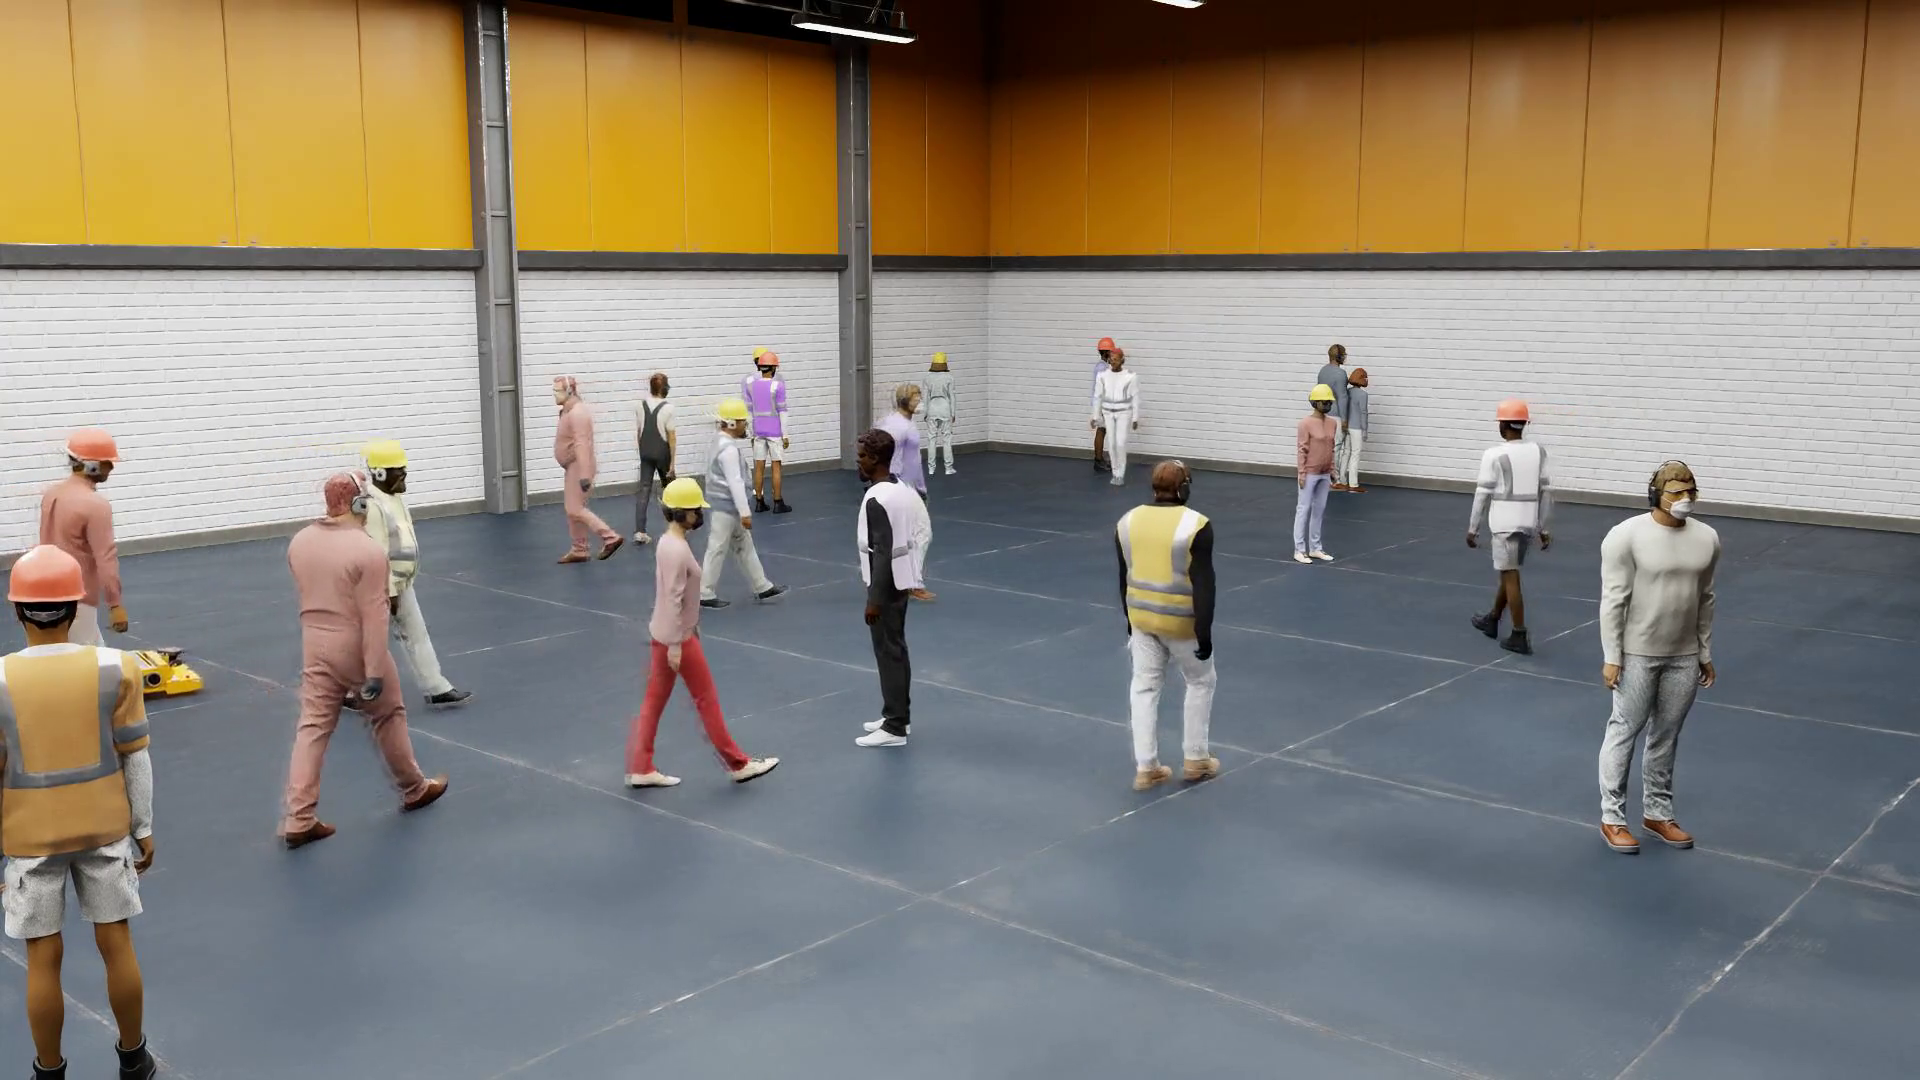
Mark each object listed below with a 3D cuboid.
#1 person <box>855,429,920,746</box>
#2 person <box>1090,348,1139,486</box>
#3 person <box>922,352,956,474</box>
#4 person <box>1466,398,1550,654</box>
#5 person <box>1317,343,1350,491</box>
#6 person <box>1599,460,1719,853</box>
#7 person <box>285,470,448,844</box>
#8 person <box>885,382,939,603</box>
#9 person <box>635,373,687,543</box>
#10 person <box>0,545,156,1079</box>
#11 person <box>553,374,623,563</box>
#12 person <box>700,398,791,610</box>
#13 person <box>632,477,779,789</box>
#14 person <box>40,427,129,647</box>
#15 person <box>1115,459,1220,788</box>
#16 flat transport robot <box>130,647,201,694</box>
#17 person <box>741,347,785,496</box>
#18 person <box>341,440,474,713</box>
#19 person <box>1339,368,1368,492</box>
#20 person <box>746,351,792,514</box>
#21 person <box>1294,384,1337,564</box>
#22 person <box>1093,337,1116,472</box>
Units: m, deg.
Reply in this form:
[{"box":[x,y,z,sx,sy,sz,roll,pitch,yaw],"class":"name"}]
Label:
[{"box":[-0.444,0.299,10.039,0.389,1.896,0.590,1,9,9],"class":"person"},{"box":[2.079,-1.649,22.402,0.587,1.856,0.696,4,10,23],"class":"person"},{"box":[-0.290,-1.805,23.719,0.483,1.745,0.305,2,9,13],"class":"person"},{"box":[4.123,-0.131,12.704,0.575,1.900,0.902,-3,10,-19],"class":"person"},{"box":[4.929,-1.615,21.923,0.372,1.940,0.630,-3,9,-17],"class":"person"},{"box":[3.443,0.568,8.207,0.627,1.940,0.371,-2,9,-13],"class":"person"},{"box":[-3.099,0.571,8.482,0.636,1.852,1.014,4,10,22],"class":"person"},{"box":[-0.391,-0.408,14.429,0.672,1.919,0.632,0,9,3],"class":"person"},{"box":[-3.234,-0.874,17.721,0.532,1.802,0.962,2,9,15],"class":"person"},{"box":[-3.028,0.979,5.634,0.548,1.937,0.358,-6,11,-33],"class":"person"},{"box":[-3.683,-0.686,16.265,0.554,1.883,0.691,-3,10,-18],"class":"person"},{"box":[-1.850,-0.297,14.096,0.886,1.789,0.618,-2,9,-12],"class":"person"},{"box":[-1.433,0.518,9.151,0.852,1.724,0.548,-3,9,-16],"class":"person"},{"box":[-5.123,0.329,9.667,0.631,1.955,0.601,8,12,41],"class":"person"},{"box":[1.206,0.454,9.285,0.667,1.817,0.691,7,12,39],"class":"person"},{"box":[-5.901,0.943,11.077,1.431,0.197,0.652,-7,11,-36],"class":"flat transport robot"},{"box":[-2.534,-1.520,21.396,0.587,1.916,0.392,-4,10,-23],"class":"person"},{"box":[-3.689,0.245,10.722,0.930,1.784,0.611,0,9,1],"class":"person"},{"box":[5.179,-1.438,21.798,0.287,1.627,0.497,-3,10,-20],"class":"person"},{"box":[-2.272,-1.281,19.824,0.542,1.938,0.358,4,10,24],"class":"person"},{"box":[3.533,-0.656,16.430,0.526,1.771,0.325,-6,11,-35],"class":"person"},{"box":[2.103,-1.964,24.109,0.360,1.939,0.543,0,9,2],"class":"person"}]
